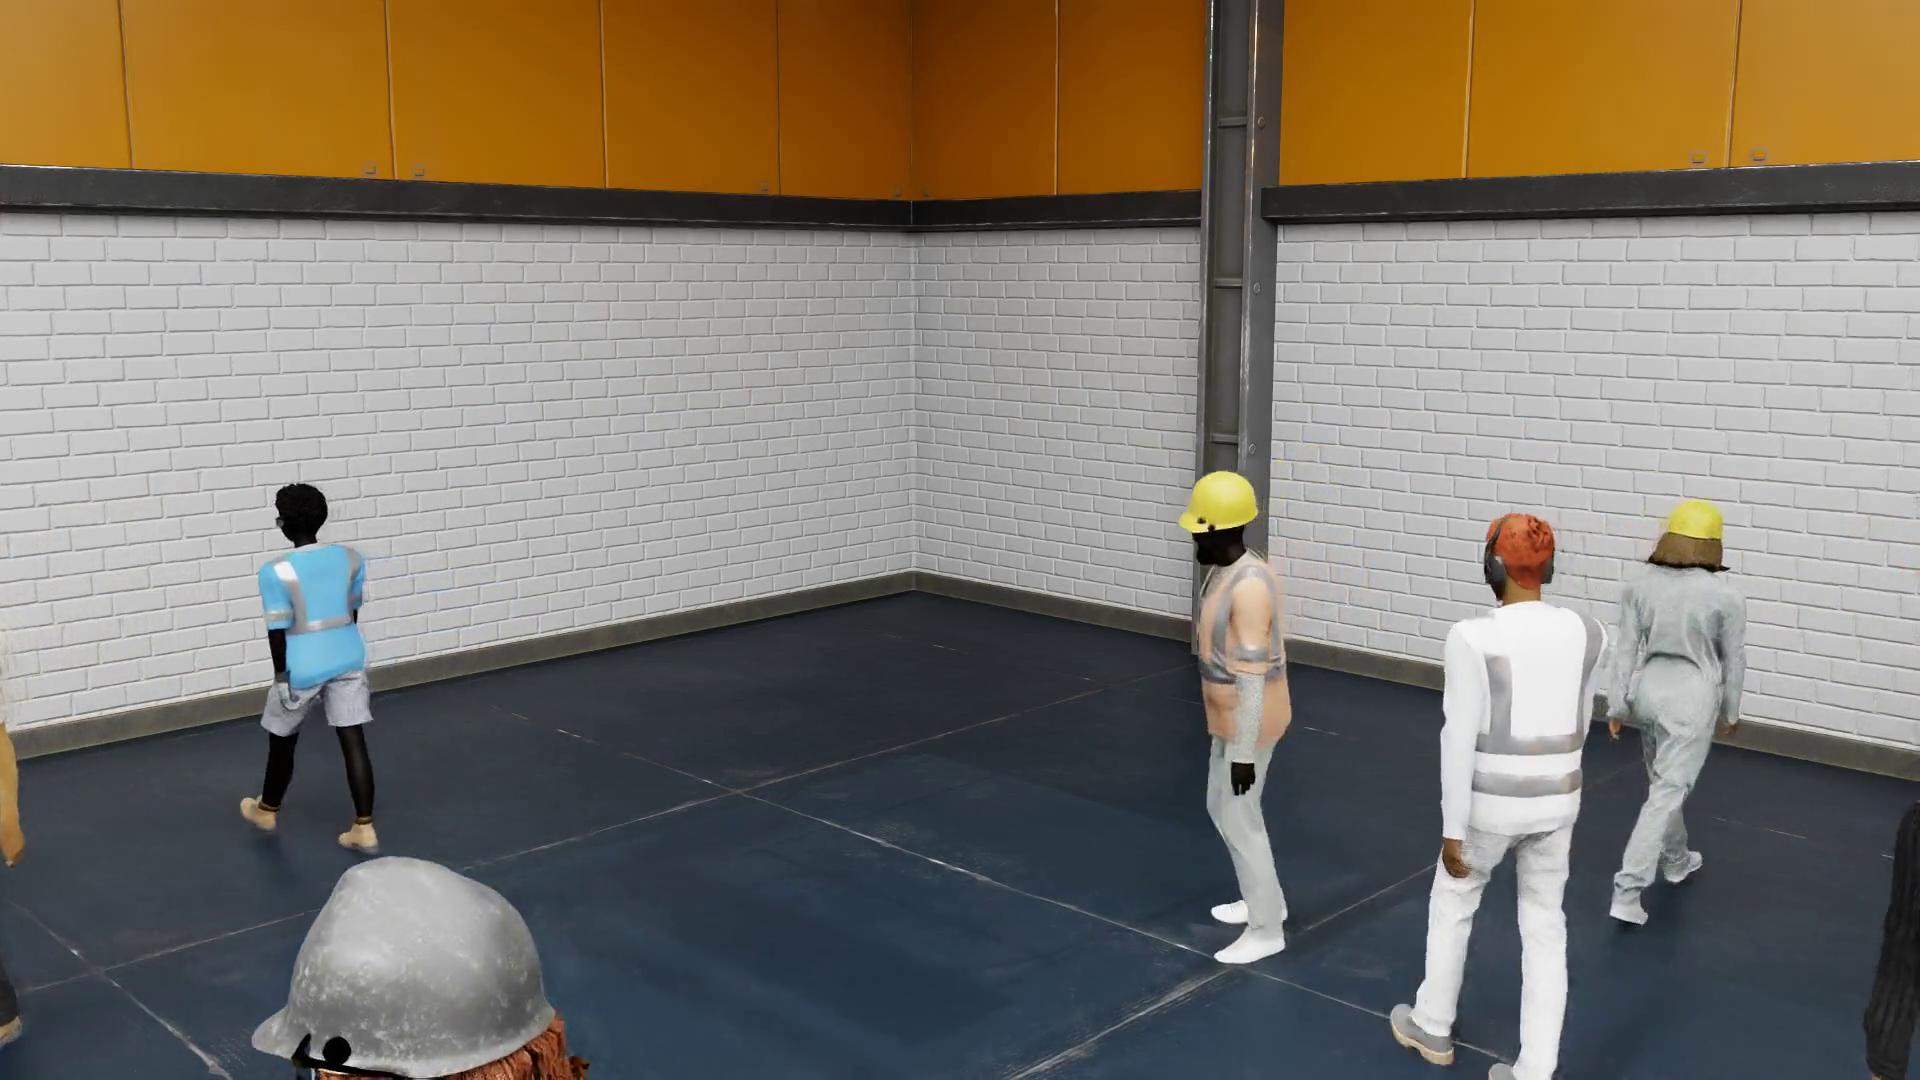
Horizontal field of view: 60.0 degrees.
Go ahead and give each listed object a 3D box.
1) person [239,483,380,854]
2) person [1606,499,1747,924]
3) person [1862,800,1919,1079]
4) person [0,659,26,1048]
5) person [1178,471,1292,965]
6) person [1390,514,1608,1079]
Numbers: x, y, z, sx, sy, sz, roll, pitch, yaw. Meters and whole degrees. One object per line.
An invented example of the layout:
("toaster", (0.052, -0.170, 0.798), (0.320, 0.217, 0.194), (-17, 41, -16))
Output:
("person", (-2.950, 0.566, 7.510), (0.857, 1.658, 0.542), (7, 12, 38))
("person", (2.890, 0.677, 6.742), (0.940, 1.687, 0.472), (-7, 12, -38))
("person", (2.229, 1.101, 3.454), (0.632, 1.939, 1.000), (2, 9, 11))
("person", (-3.242, 0.888, 5.120), (0.536, 1.793, 0.967), (1, 9, 7))
("person", (1.028, 0.668, 6.206), (0.508, 1.890, 0.620), (0, 9, -1))
("person", (1.714, 0.830, 5.309), (0.582, 1.850, 0.836), (-2, 9, -13))
